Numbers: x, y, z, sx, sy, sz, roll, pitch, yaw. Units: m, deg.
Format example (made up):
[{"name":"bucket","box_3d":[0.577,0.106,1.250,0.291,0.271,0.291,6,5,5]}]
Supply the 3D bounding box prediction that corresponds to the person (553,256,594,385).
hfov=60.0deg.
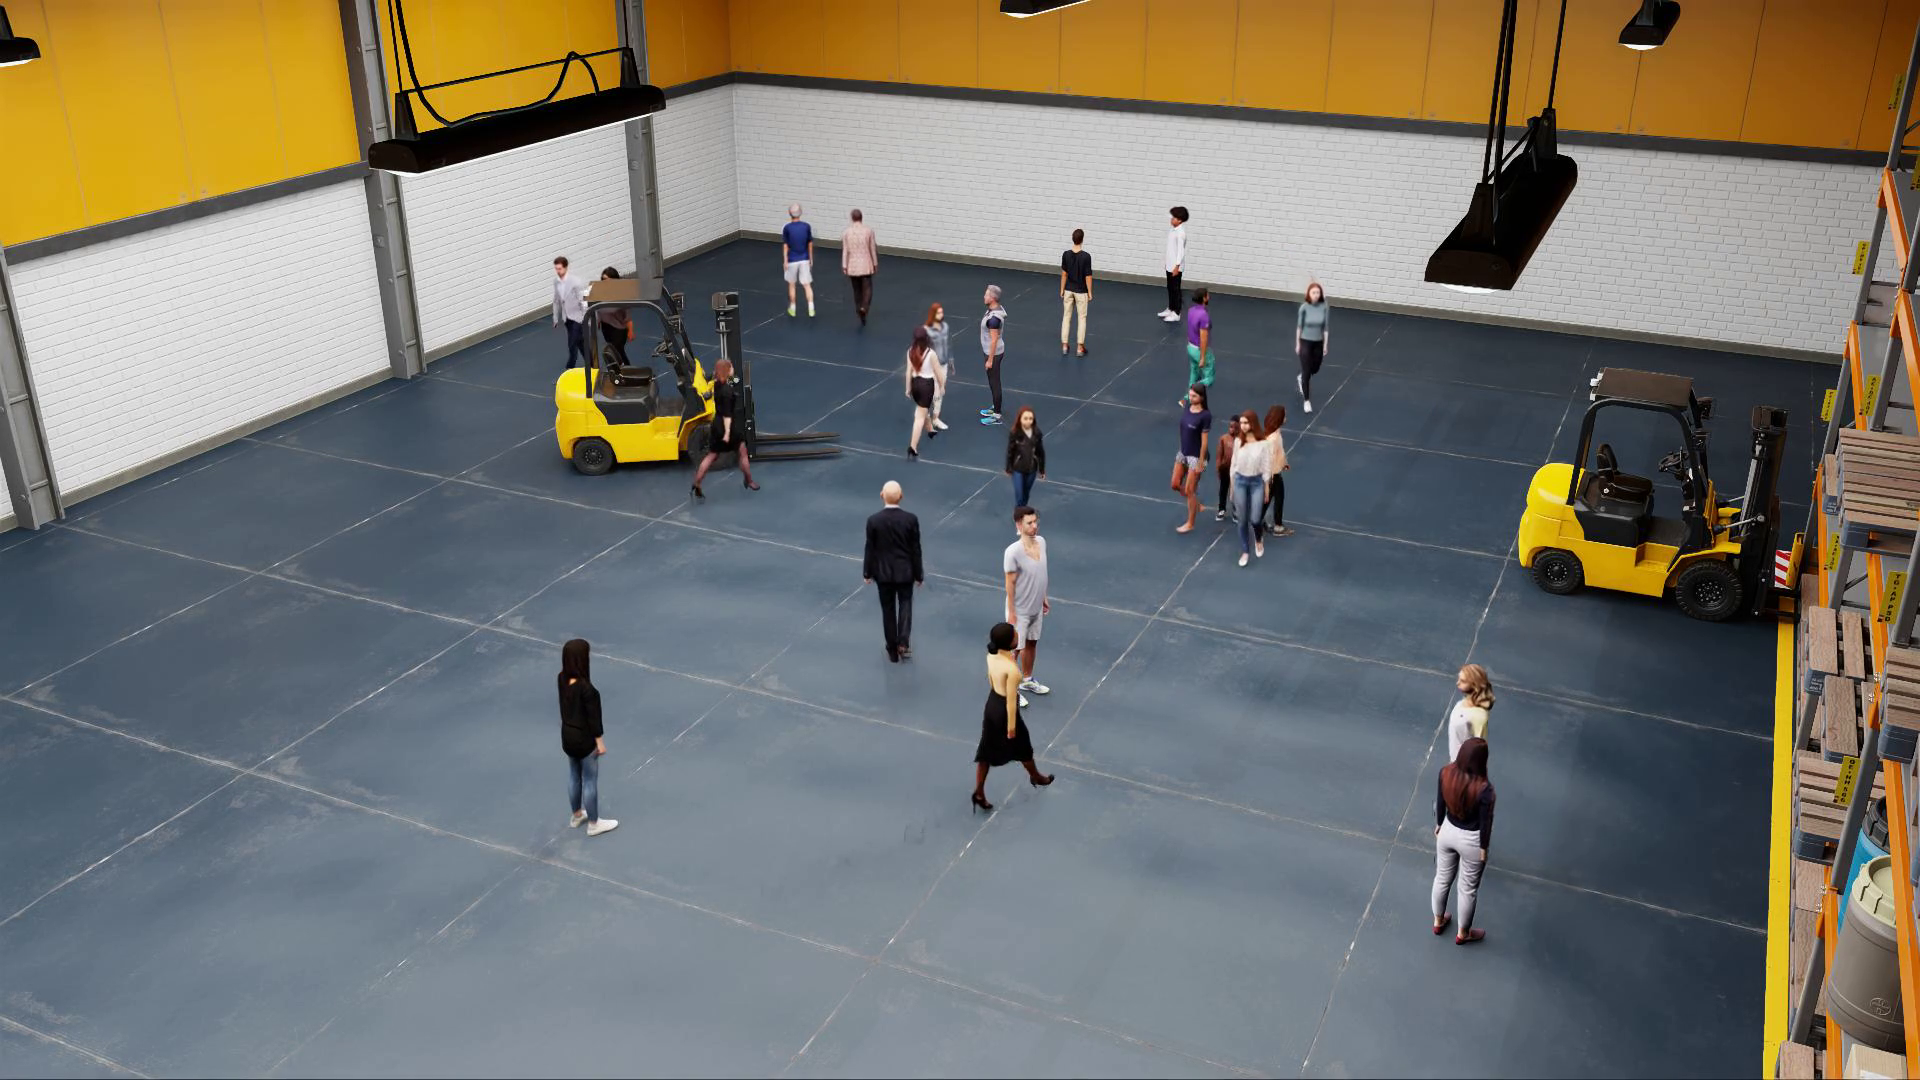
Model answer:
[{"name":"person","box_3d":[-5.332,-3.105,23.291,0.847,1.798,1.127,16,28,32]}]

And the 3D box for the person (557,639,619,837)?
[{"name":"person","box_3d":[-2.945,1.515,12.912,0.629,1.645,0.597,18,30,36]}]

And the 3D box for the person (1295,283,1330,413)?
[{"name":"person","box_3d":[4.683,-2.609,22.242,0.886,1.729,1.051,-2,24,-5]}]

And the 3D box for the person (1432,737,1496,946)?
[{"name":"person","box_3d":[3.532,2.091,11.642,0.672,1.607,0.674,-18,29,-35]}]

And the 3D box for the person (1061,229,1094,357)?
[{"name":"person","box_3d":[1.712,-3.647,24.465,0.629,1.851,0.538,11,26,23]}]

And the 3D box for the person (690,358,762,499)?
[{"name":"person","box_3d":[-2.805,-1.237,19.194,1.176,1.657,0.988,-14,27,-29]}]

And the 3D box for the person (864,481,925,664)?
[{"name":"person","box_3d":[-0.605,0.337,15.423,0.822,1.793,0.827,-2,24,-5]}]

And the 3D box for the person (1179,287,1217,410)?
[{"name":"person","box_3d":[3.065,-2.440,21.823,0.921,1.756,0.849,-11,26,-23]}]

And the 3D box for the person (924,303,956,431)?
[{"name":"person","box_3d":[-0.361,-2.253,21.476,0.761,1.690,0.643,22,32,40]}]

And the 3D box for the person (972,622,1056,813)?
[{"name":"person","box_3d":[0.267,1.432,13.133,1.081,1.620,0.919,-15,28,-30]}]

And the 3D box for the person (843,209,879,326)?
[{"name":"person","box_3d":[-1.558,-4.211,25.852,0.880,1.773,1.080,3,24,8]}]

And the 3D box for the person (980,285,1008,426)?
[{"name":"person","box_3d":[0.446,-2.434,21.717,0.829,1.829,0.666,1,24,1]}]

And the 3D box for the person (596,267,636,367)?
[{"name":"person","box_3d":[-4.624,-2.825,22.651,0.755,1.798,1.154,15,28,30]}]

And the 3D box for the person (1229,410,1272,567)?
[{"name":"person","box_3d":[3.075,-0.582,17.622,0.586,1.716,0.655,8,25,18]}]

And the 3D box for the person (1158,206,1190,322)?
[{"name":"person","box_3d":[3.379,-4.355,26.133,0.796,1.811,0.718,-5,24,-12]}]

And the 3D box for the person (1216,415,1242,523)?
[{"name":"person","box_3d":[3.080,-0.819,18.742,0.560,1.253,0.529,4,24,10]}]

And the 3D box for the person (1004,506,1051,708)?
[{"name":"person","box_3d":[0.576,0.560,14.834,0.803,1.856,0.619,19,30,37]}]

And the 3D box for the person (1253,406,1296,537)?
[{"name":"person","box_3d":[3.399,-0.772,18.371,0.744,1.463,0.703,4,24,8]}]

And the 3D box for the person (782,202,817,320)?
[{"name":"person","box_3d":[-2.534,-4.375,26.162,0.975,1.824,1.039,-8,25,-17]}]

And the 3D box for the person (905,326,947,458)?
[{"name":"person","box_3d":[-0.496,-1.788,20.531,0.585,1.595,1.090,10,26,22]}]

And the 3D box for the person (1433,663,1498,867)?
[{"name":"person","box_3d":[3.866,1.705,12.402,0.814,1.707,0.712,2,24,4]}]

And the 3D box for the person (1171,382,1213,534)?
[{"name":"person","box_3d":[2.642,-0.920,18.355,0.799,1.749,0.743,-13,27,-26]}]

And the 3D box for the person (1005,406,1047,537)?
[{"name":"person","box_3d":[0.697,-0.828,18.512,0.835,1.454,0.911,-7,25,-16]}]
